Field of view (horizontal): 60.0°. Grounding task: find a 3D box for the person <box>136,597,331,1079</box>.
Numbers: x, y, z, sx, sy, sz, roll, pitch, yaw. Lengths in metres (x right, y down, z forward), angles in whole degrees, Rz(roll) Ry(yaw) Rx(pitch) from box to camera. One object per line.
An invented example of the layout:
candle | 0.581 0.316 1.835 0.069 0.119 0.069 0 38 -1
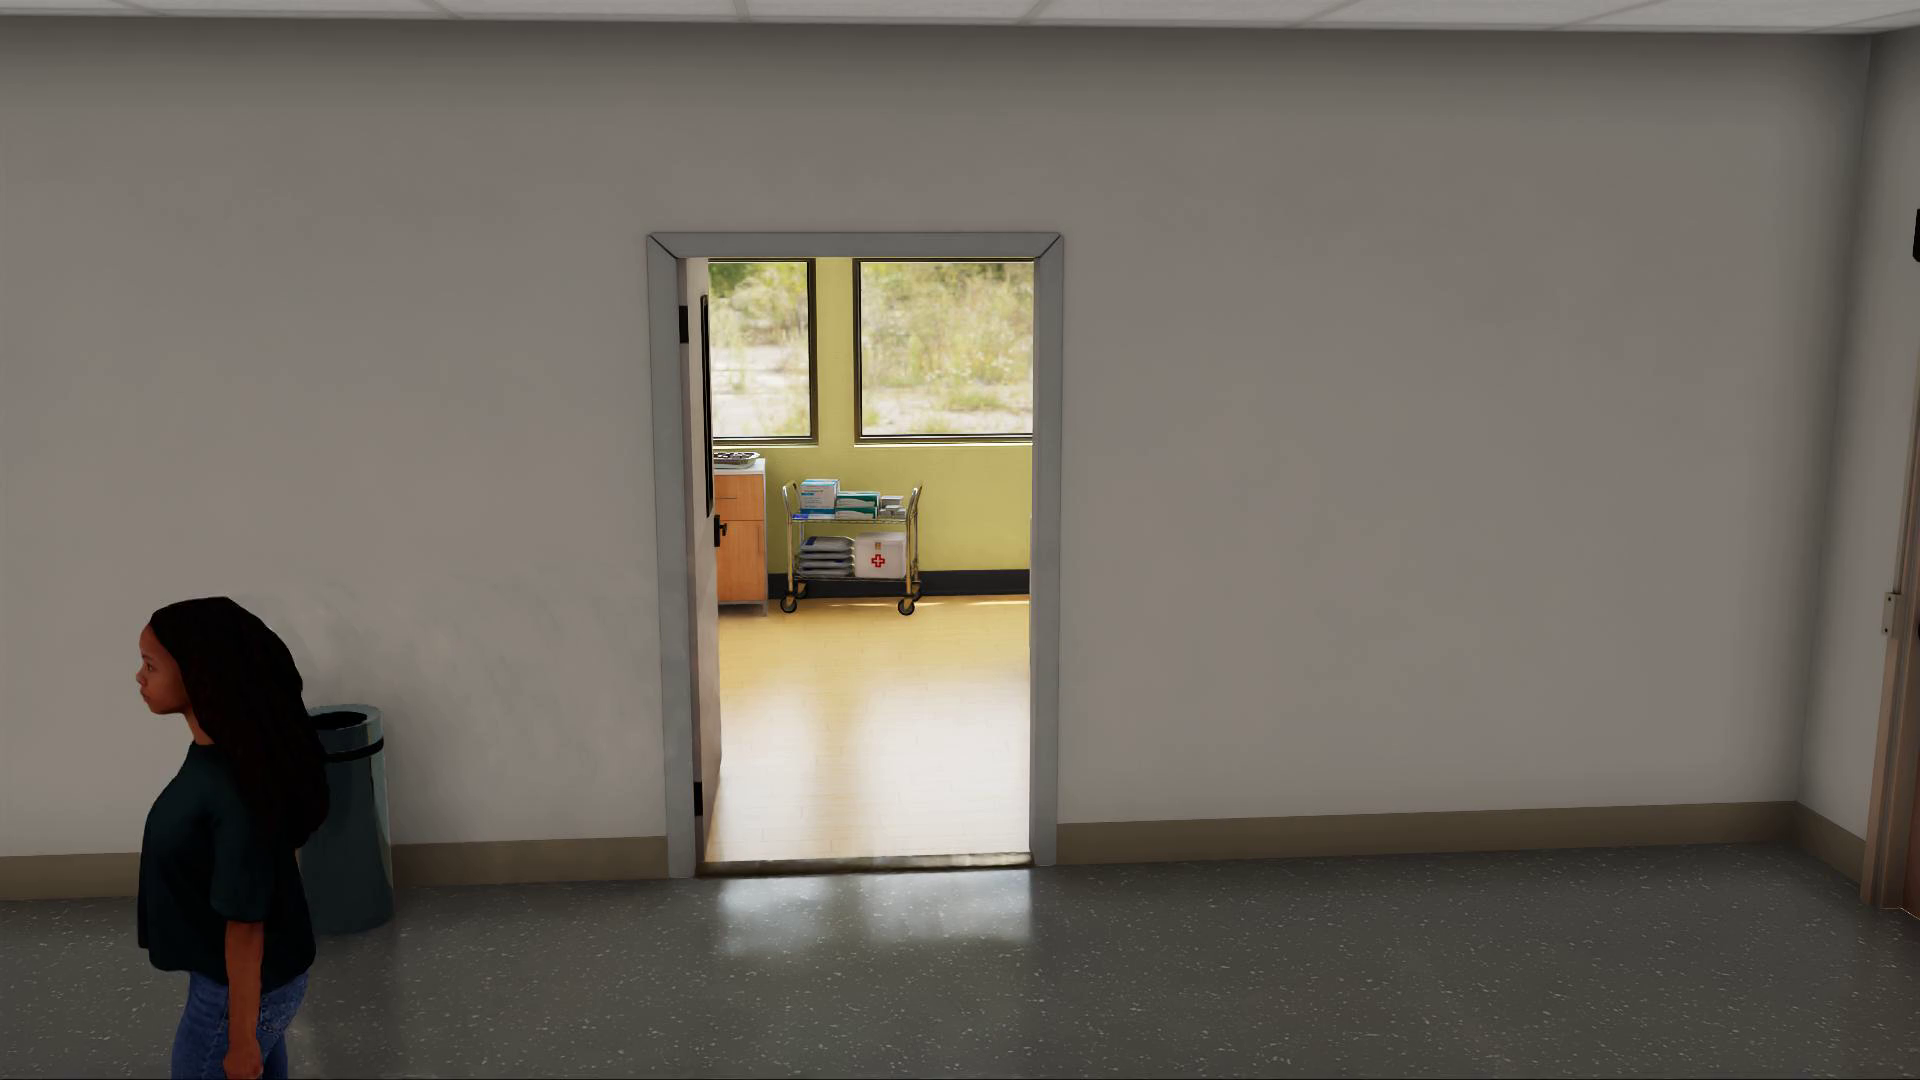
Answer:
person | -1.398 0.907 3.432 1.011 1.598 0.816 -5 12 -26
